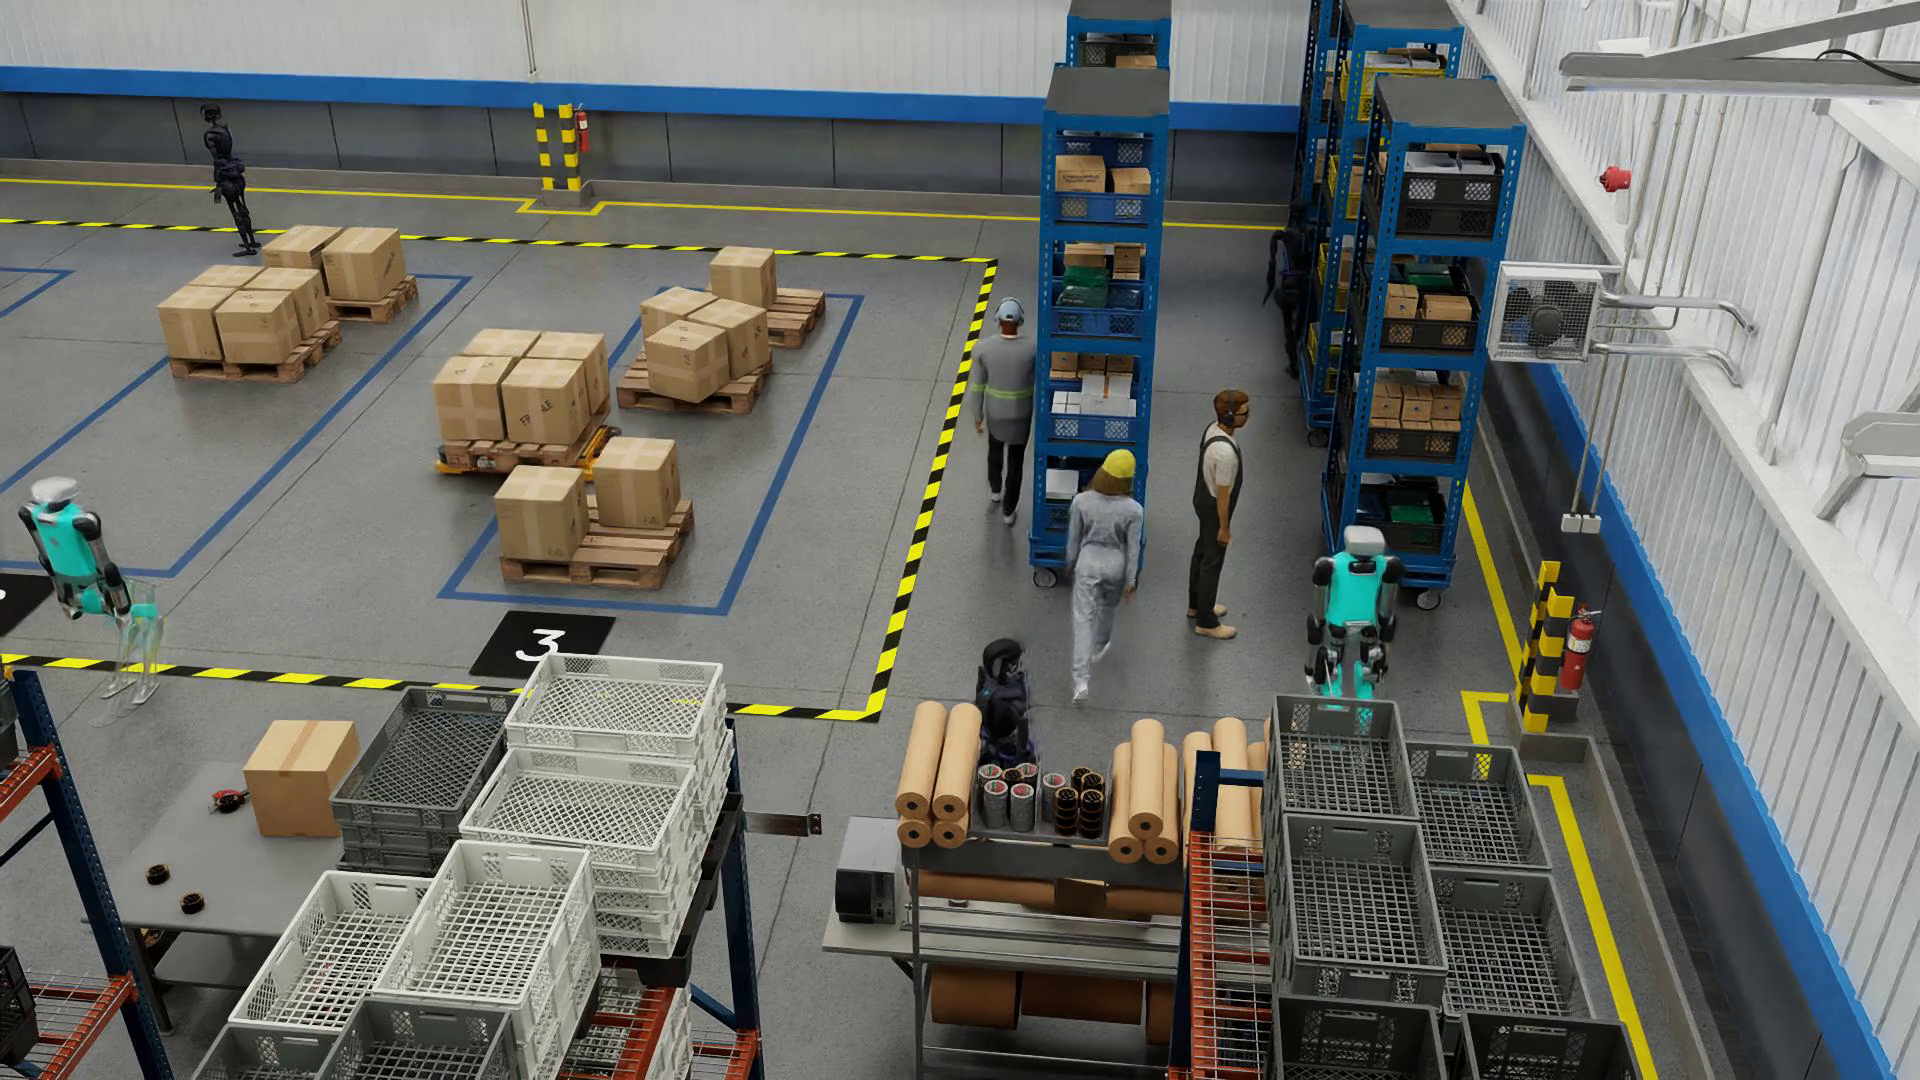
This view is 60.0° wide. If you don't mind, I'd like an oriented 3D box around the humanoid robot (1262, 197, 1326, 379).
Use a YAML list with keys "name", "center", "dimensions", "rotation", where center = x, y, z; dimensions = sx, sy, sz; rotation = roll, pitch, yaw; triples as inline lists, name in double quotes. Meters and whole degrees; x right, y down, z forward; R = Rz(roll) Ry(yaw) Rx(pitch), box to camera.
- name: "humanoid robot"
  center: [3.074, -2.343, 15.310]
  dimensions: [0.588, 1.638, 0.586]
  rotation: [-6, 31, -11]

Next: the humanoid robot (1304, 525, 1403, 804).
- name: "humanoid robot"
  center: [2.331, 0.876, 9.789]
  dimensions: [0.543, 1.847, 0.784]
  rotation: [-3, 30, -5]

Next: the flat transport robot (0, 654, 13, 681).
- name: "flat transport robot"
  center: [-7.142, 0.969, 11.010]
  dimensions: [1.431, 0.231, 0.659]
  rotation: [3, 30, 6]

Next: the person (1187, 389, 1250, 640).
- name: "person"
  center: [1.775, -0.192, 11.436]
  dimensions: [0.349, 1.846, 0.504]
  rotation: [-1, 30, -2]

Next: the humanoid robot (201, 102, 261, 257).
- name: "humanoid robot"
  center: [-7.906, -3.900, 17.961]
  dimensions: [0.315, 1.654, 0.599]
  rotation: [-2, 30, -4]

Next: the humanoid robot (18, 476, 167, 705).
- name: "humanoid robot"
  center: [-5.429, 0.254, 10.644]
  dimensions: [0.533, 1.677, 0.735]
  rotation: [8, 31, 14]

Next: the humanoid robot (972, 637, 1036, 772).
- name: "humanoid robot"
  center: [0.244, 1.233, 9.204]
  dimensions: [0.766, 1.637, 0.583]
  rotation: [-16, 34, -25]

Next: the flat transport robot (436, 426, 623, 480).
- name: "flat transport robot"
  center: [-3.592, -0.766, 13.962]
  dimensions: [1.431, 0.197, 0.652]
  rotation: [3, 30, 6]

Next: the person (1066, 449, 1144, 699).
- name: "person"
  center: [0.928, 0.210, 10.891]
  dimensions: [0.499, 1.695, 0.842]
  rotation: [5, 31, 9]

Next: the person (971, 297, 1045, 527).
- name: "person"
  center: [0.404, -1.047, 12.920]
  dimensions: [0.595, 1.831, 0.738]
  rotation: [5, 31, 9]
